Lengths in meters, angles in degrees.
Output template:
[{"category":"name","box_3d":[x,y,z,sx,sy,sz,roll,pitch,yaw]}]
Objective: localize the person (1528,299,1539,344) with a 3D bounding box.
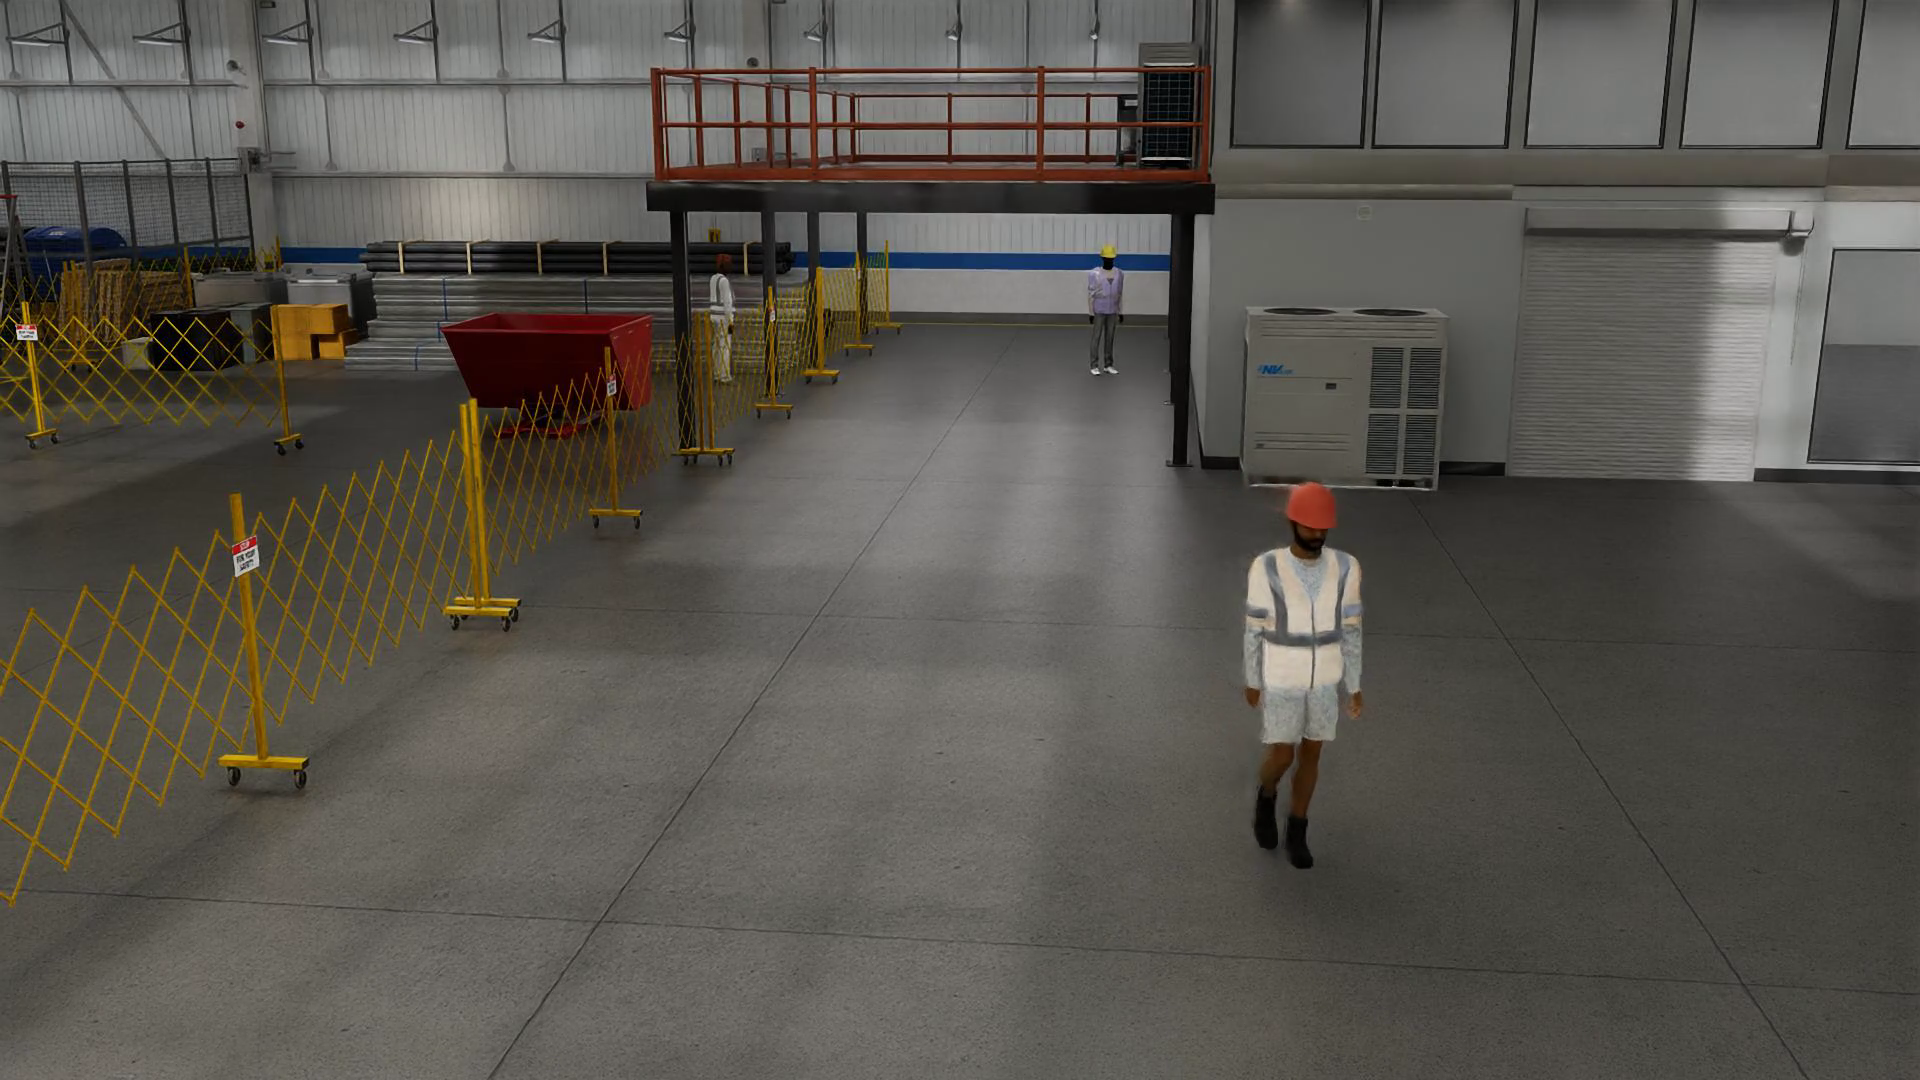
[{"category":"person","box_3d":[8.302,-3.212,24.099,0.945,1.822,0.555,-2,14,-9]}]

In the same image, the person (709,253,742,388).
[{"category":"person","box_3d":[-3.349,-3.103,23.546,0.354,1.887,0.573,-7,16,-28]}]

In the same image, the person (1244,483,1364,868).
[{"category":"person","box_3d":[1.674,0.665,8.075,0.547,1.922,0.397,-2,14,-7]}]

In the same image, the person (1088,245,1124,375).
[{"category":"person","box_3d":[2.179,-3.422,24.763,0.587,1.928,0.381,-6,15,-23]}]
